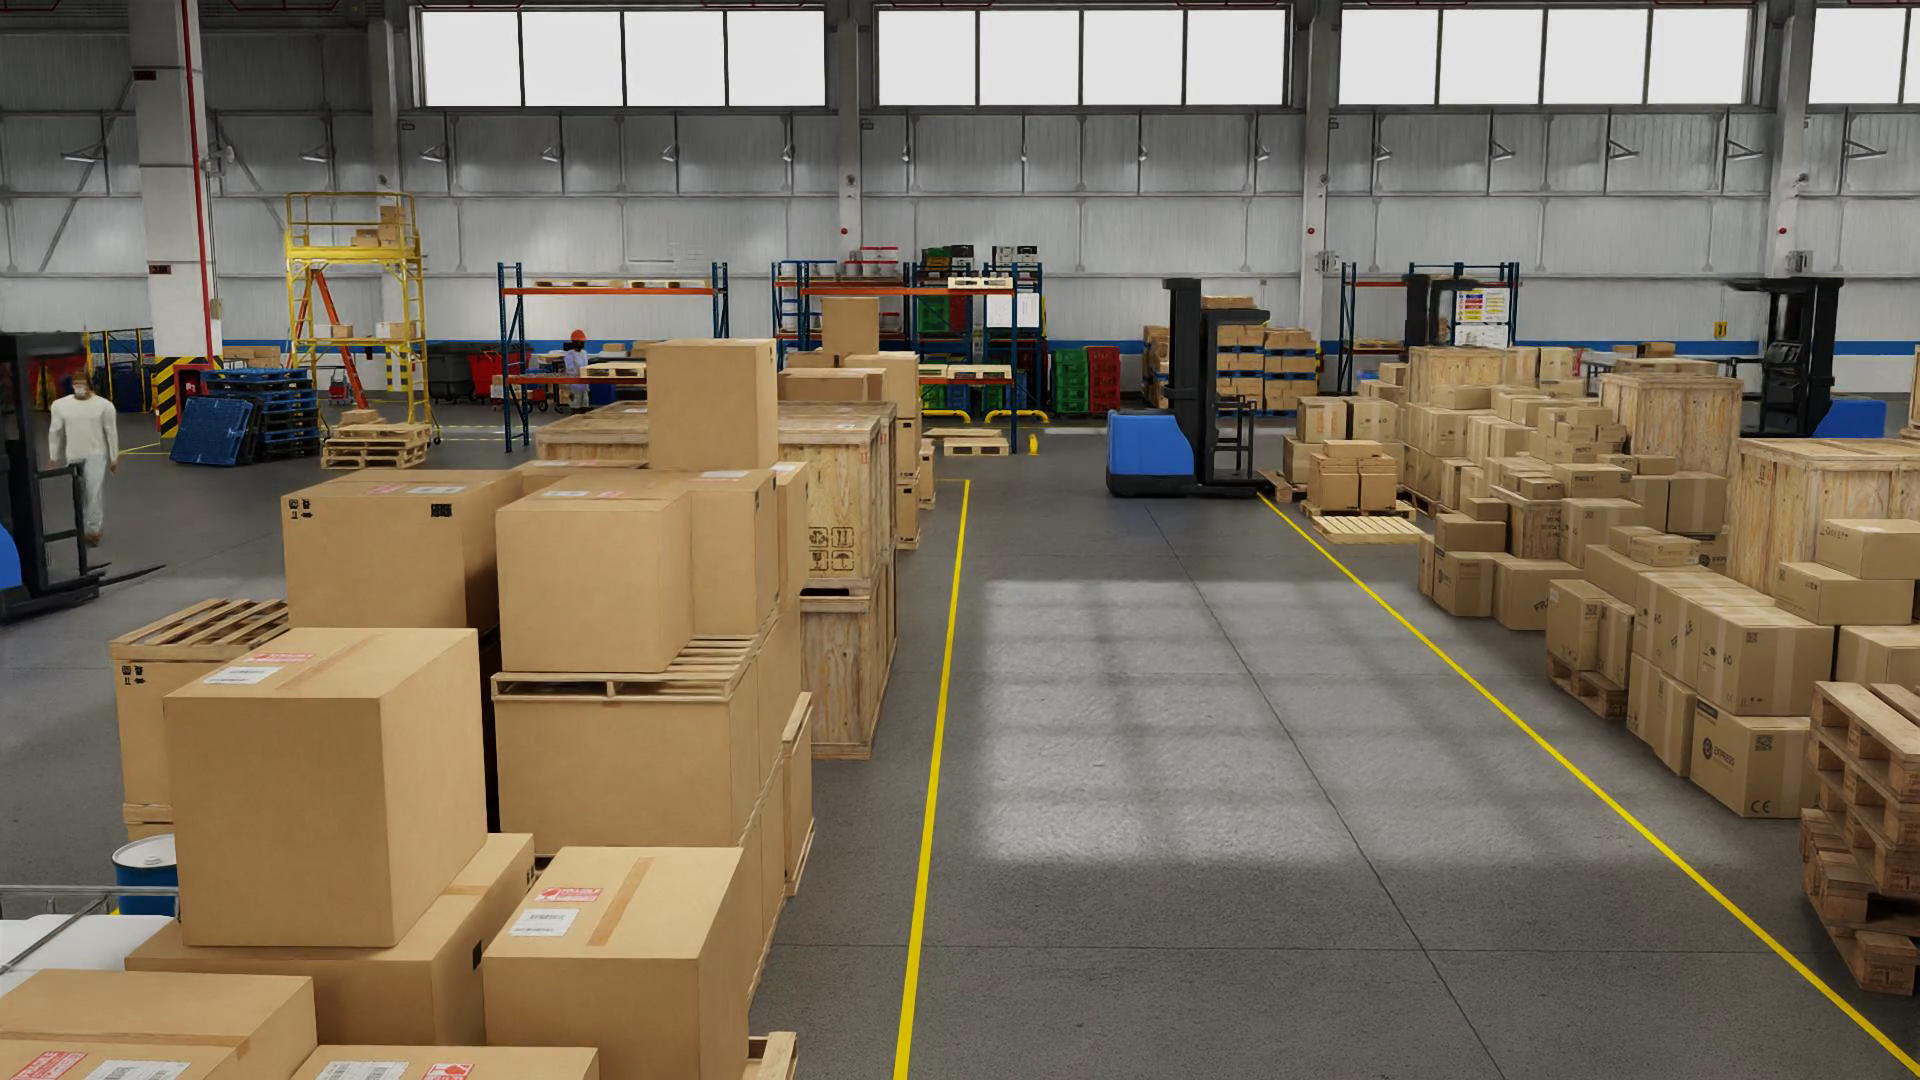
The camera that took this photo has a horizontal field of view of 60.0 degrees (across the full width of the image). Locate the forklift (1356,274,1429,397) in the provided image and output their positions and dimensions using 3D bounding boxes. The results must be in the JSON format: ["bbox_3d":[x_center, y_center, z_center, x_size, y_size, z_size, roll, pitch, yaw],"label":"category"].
[{"bbox_3d":[8.027,-3.303,29.419,1.873,2.768,1.129,3,10,19],"label":"forklift"}]

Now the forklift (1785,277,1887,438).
[{"bbox_3d":[12.204,-2.384,23.915,1.873,2.768,1.129,0,9,0],"label":"forklift"}]

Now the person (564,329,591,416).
[{"bbox_3d":[-6.295,-2.520,27.552,0.373,1.934,0.551,4,10,23],"label":"person"}]

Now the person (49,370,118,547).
[{"bbox_3d":[-9.462,-0.898,18.016,0.647,1.892,1.033,-2,10,-10],"label":"person"}]

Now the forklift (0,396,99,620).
[{"bbox_3d":[-8.459,-0.710,13.886,1.129,2.768,1.873,2,10,13],"label":"forklift"}]

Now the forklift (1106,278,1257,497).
[{"bbox_3d":[2.884,-2.007,21.659,1.873,2.768,1.129,0,9,1],"label":"forklift"}]
